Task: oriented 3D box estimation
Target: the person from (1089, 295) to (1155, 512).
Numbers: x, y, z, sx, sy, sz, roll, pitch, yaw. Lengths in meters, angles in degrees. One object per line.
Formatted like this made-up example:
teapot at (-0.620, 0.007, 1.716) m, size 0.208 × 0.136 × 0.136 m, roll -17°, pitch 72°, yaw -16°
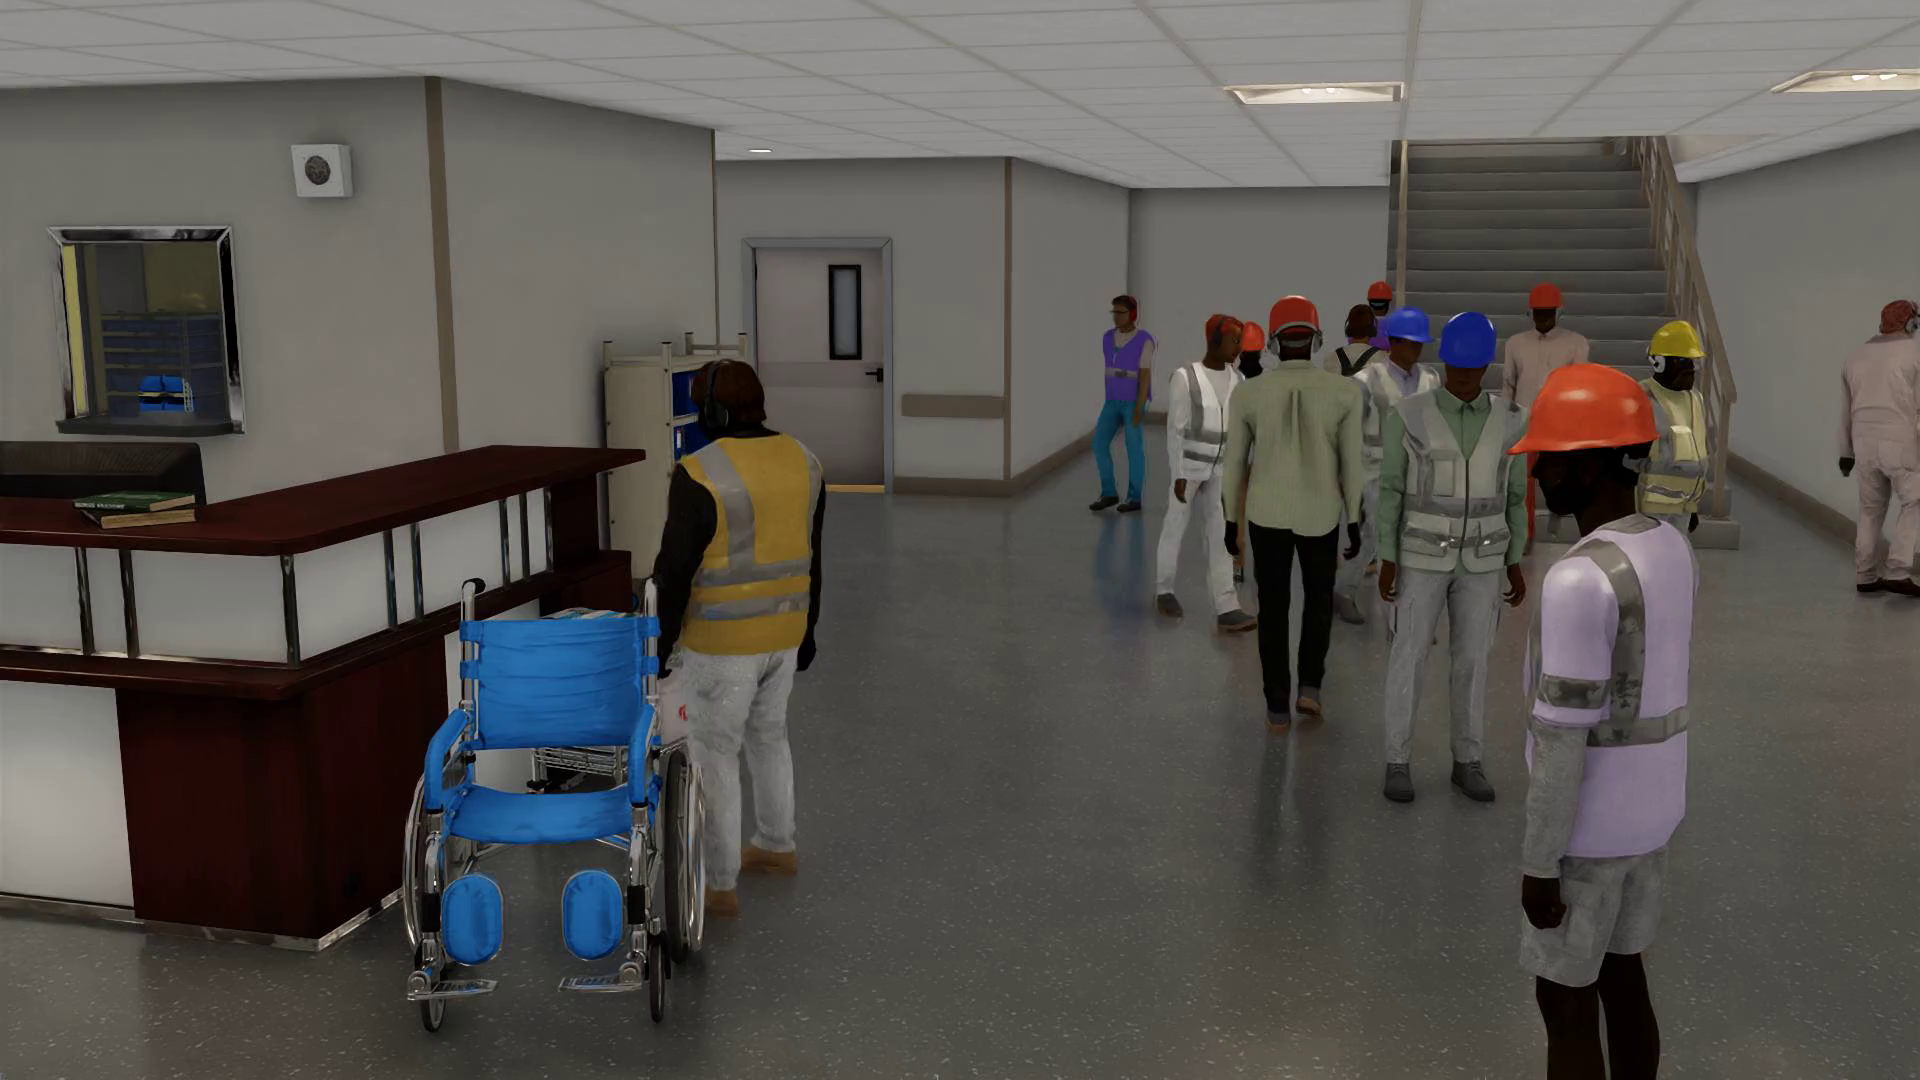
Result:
person at (1.337, -1.130, 13.973) m, size 0.625 × 1.823 × 0.577 m, roll -8°, pitch 13°, yaw -39°

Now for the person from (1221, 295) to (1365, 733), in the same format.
person at (1.505, -0.116, 7.572) m, size 0.639 × 1.975 × 0.509 m, roll 2°, pitch 10°, yaw 10°

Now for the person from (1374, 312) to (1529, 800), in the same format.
person at (1.943, 0.074, 6.576) m, size 0.602 × 1.939 × 0.401 m, roll 0°, pitch 10°, yaw 0°

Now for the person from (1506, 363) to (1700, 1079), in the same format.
person at (1.341, 0.587, 3.593) m, size 0.390 × 1.929 × 0.545 m, roll 9°, pitch 13°, yaw 44°

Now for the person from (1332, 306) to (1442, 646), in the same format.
person at (2.393, -0.382, 9.445) m, size 0.602 × 1.895 × 0.999 m, roll -5°, pitch 11°, yaw -29°

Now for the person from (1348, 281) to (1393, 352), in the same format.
person at (3.787, -1.381, 15.149) m, size 0.553 × 1.934 × 0.363 m, roll 2°, pitch 10°, yaw 9°

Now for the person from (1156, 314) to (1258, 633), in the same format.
person at (1.425, -0.391, 9.674) m, size 0.620 × 1.825 × 0.994 m, roll -5°, pitch 11°, yaw -26°

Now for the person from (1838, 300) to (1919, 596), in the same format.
person at (5.909, -0.573, 10.549) m, size 0.462 × 1.885 × 0.701 m, roll -4°, pitch 11°, yaw -24°

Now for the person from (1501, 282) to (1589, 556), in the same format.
person at (4.272, -0.892, 12.161) m, size 0.624 × 1.977 × 0.767 m, roll 6°, pitch 11°, yaw 29°

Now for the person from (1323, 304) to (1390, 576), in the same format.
person at (2.699, -0.676, 11.314) m, size 0.502 × 1.838 × 0.346 m, roll 6°, pitch 12°, yaw 33°

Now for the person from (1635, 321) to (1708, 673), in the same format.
person at (3.578, -0.196, 8.480) m, size 0.600 × 1.830 × 0.403 m, roll -6°, pitch 11°, yaw -33°

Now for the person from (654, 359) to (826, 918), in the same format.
person at (-0.730, 0.313, 5.511) m, size 0.471 × 1.825 × 0.632 m, roll 7°, pitch 12°, yaw 35°
